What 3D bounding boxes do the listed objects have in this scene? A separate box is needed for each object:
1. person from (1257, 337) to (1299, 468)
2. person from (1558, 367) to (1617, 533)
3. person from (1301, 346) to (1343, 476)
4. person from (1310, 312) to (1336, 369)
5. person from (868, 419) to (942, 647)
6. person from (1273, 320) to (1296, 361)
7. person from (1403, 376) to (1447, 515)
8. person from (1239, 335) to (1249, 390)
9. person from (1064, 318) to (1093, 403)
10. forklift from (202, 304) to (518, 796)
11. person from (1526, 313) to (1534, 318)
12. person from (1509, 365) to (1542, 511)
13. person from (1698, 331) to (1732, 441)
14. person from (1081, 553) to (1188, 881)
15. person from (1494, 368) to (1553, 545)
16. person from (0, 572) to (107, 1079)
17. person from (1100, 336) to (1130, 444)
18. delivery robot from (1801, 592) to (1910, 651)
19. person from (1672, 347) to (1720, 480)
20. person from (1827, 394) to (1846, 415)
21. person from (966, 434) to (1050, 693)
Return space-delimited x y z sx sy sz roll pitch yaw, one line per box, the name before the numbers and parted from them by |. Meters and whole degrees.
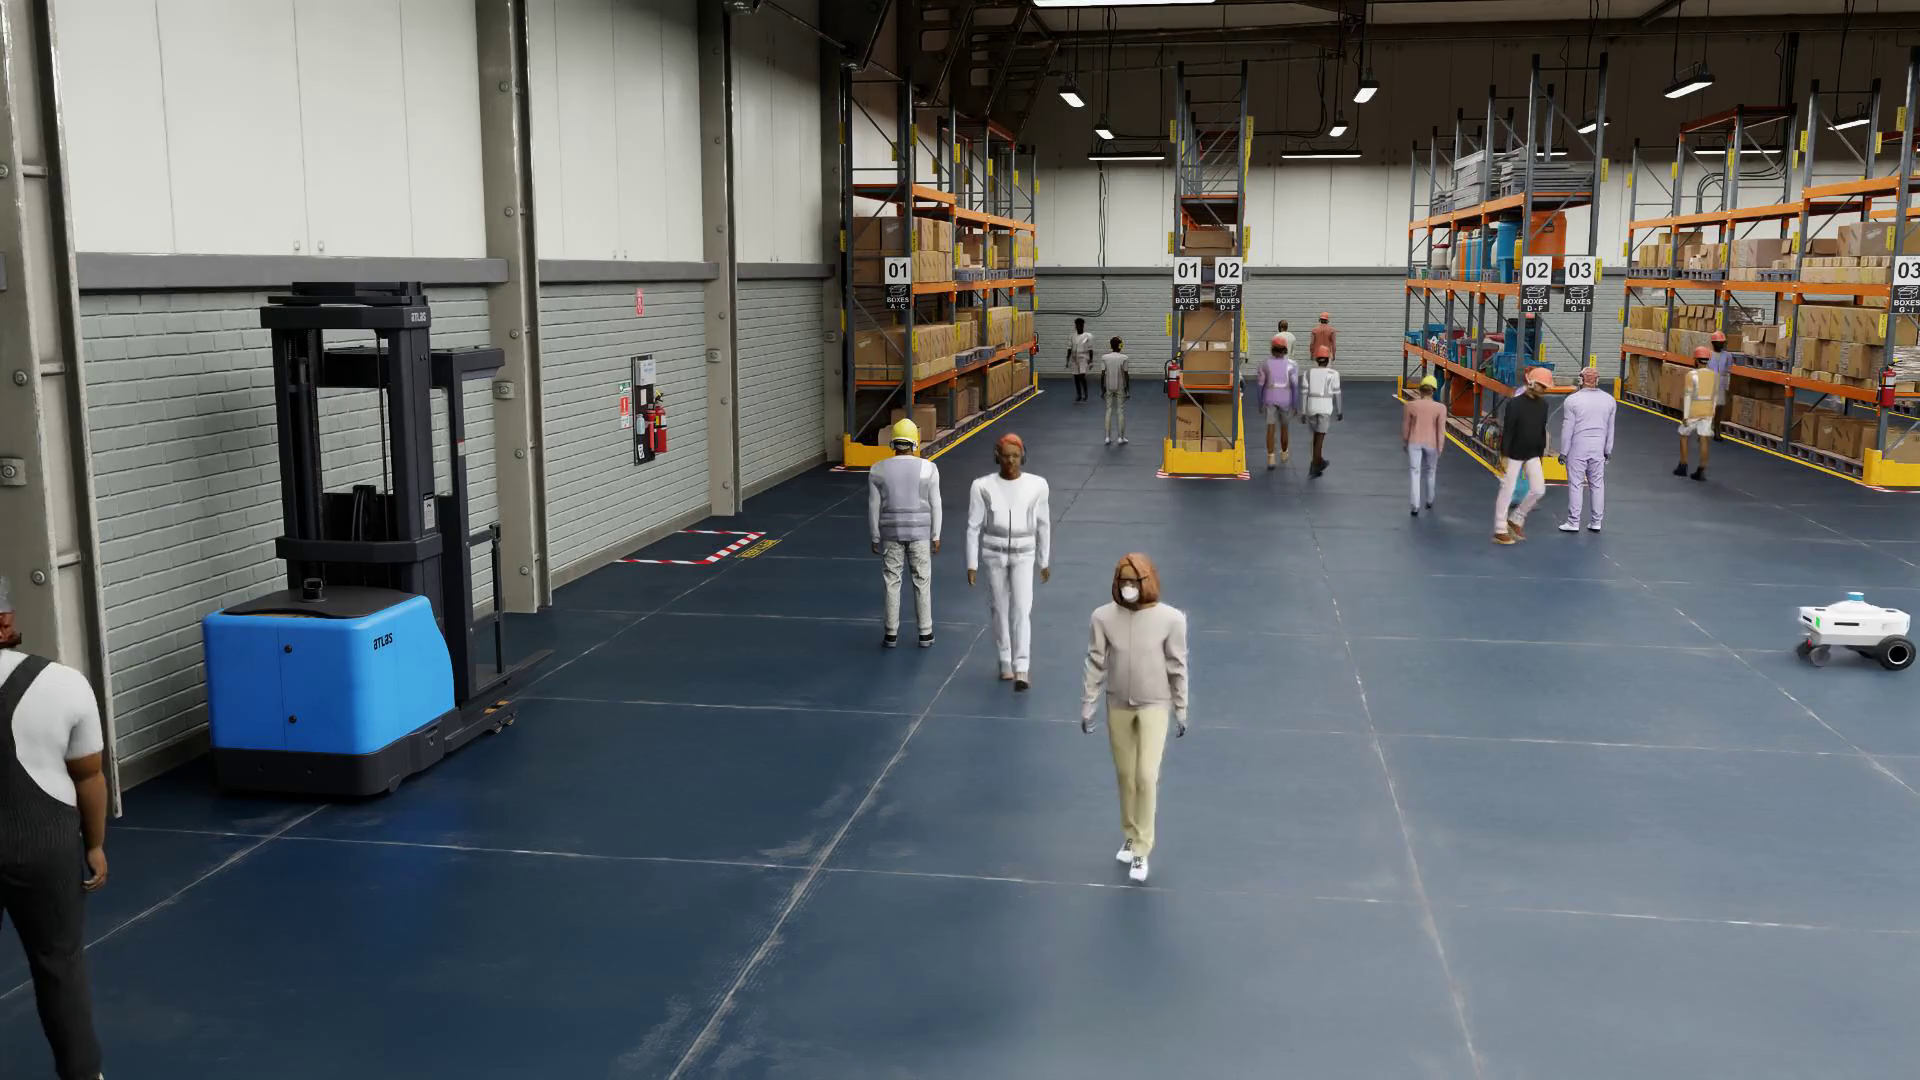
person | 4.906 -2.133 25.681 0.632 1.976 1.090 2 10 15
person | 7.212 -1.043 19.210 0.652 1.906 0.403 -2 9 -9
person | 5.372 -1.918 24.640 0.549 1.887 1.006 7 12 37
person | 8.899 -4.582 40.764 0.623 1.992 0.397 3 10 18
person | -0.435 -0.057 13.356 0.586 1.833 0.403 0 9 1
person | 7.064 -3.854 36.445 0.638 1.938 0.356 -7 11 -36
person | 5.786 -1.191 20.752 0.527 1.709 0.953 3 10 17
person | 7.008 -4.667 41.877 0.589 1.810 0.788 -4 10 -22
person | 2.714 -4.078 37.809 0.627 1.944 0.444 7 12 38
forklift | -3.673 -0.038 10.147 1.129 2.768 1.873 1 9 9
person | 13.725 -4.479 40.169 0.620 1.986 0.408 -7 12 -37
person | 7.198 -1.281 20.943 0.661 1.823 0.571 6 11 31
person | 13.379 -2.723 29.476 0.553 1.938 0.364 1 9 7
person | 0.844 0.876 8.285 0.520 1.608 0.681 4 10 23
person | 6.180 -0.918 18.294 0.736 1.947 0.506 -4 10 -21
person | -3.357 1.082 5.822 0.687 2.000 0.536 -5 11 -29
person | 2.712 -2.622 29.078 0.528 1.865 0.313 3 10 19
delivery robot | 6.883 0.644 12.803 0.707 0.478 0.477 1 9 6
person | 10.683 -1.848 24.161 0.562 1.906 0.785 -1 9 -7
person | 18.372 -3.480 34.588 0.655 1.792 0.954 3 10 18
person | 0.346 0.165 11.969 0.606 1.831 0.965 0 9 1
